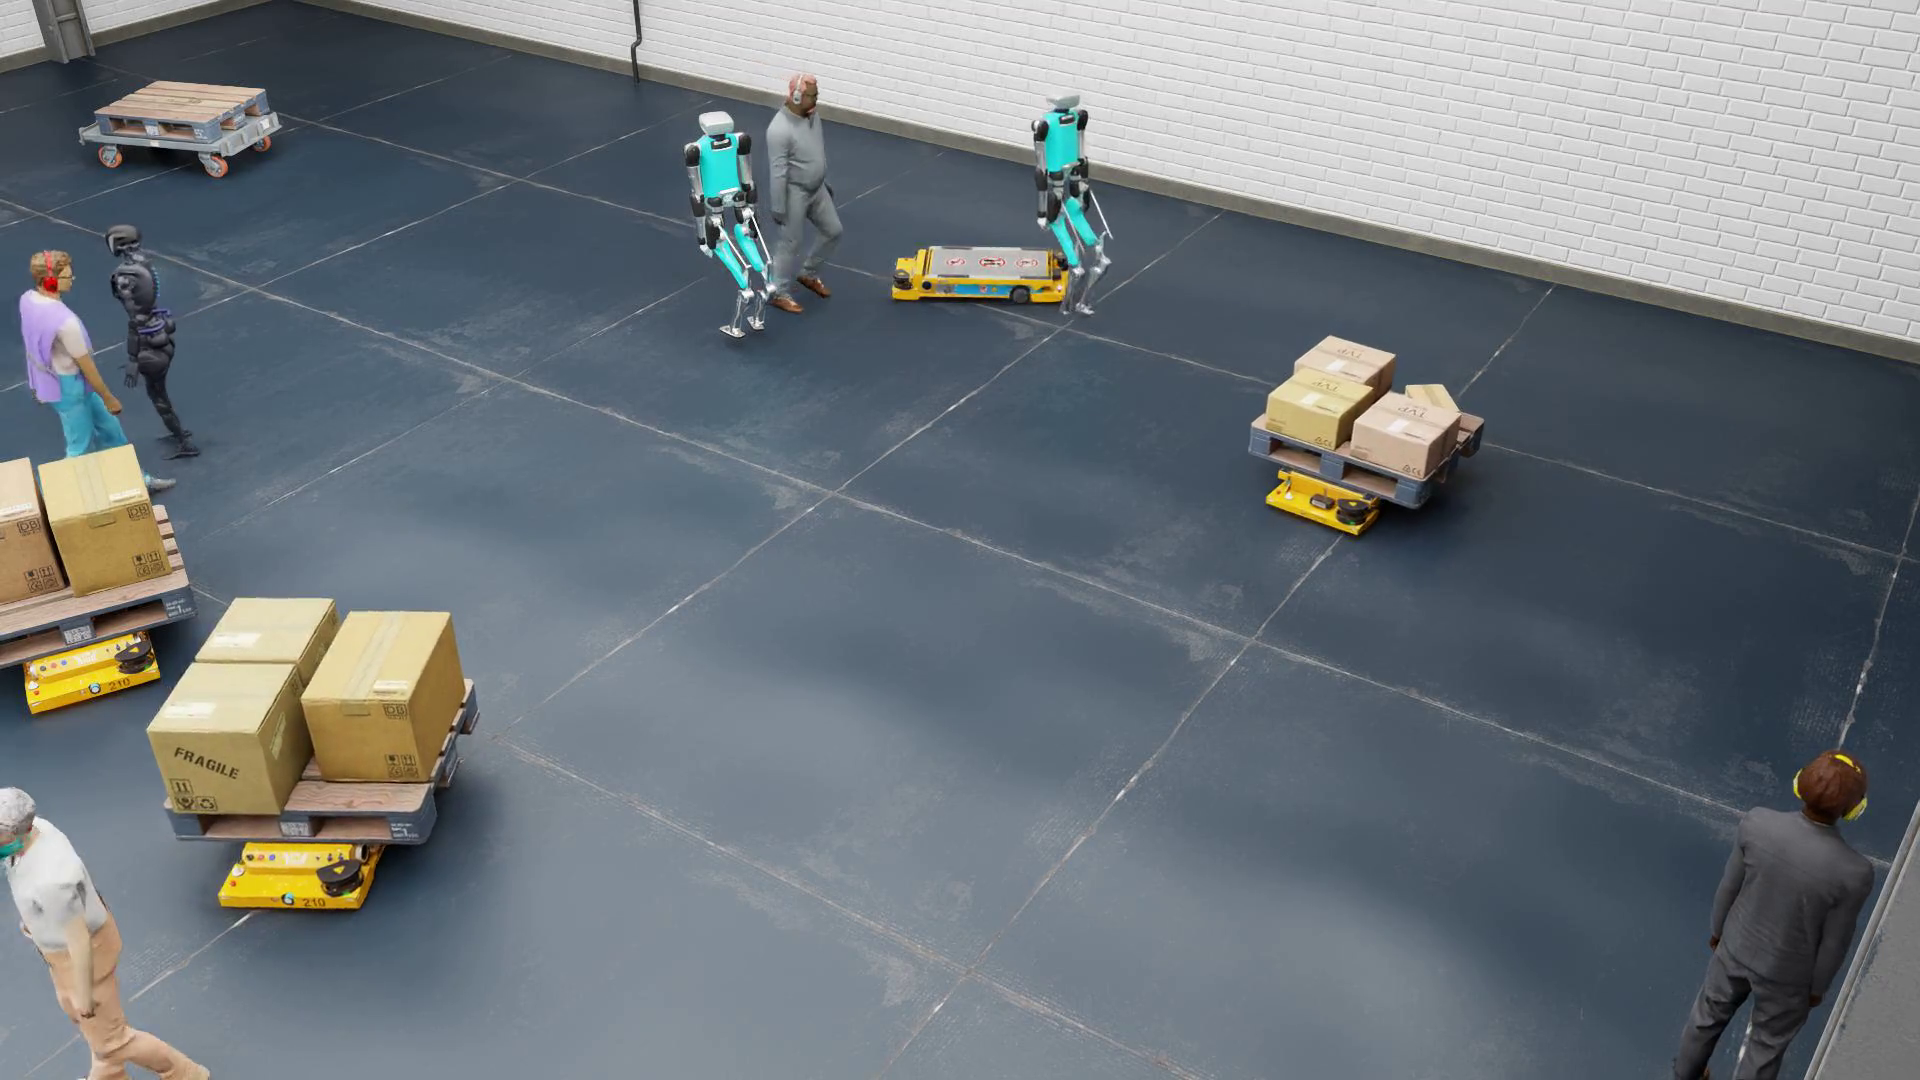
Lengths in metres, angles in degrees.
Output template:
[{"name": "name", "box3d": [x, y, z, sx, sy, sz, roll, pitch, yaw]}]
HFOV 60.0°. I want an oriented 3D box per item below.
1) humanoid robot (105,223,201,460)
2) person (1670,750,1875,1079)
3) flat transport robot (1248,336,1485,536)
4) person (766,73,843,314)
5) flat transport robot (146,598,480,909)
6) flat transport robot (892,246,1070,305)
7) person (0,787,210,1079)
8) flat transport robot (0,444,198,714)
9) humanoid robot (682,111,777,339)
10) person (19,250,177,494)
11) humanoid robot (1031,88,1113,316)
[{"name": "humanoid robot", "box3d": [-5.356, -1.286, 10.951, 0.368, 1.657, 0.600, -5, 33, -8]}, {"name": "person", "box3d": [3.089, 1.571, 6.338, 0.356, 1.869, 0.486, -24, 40, -32]}, {"name": "flat transport robot", "box3d": [2.665, -0.495, 11.027, 0.659, 0.231, 1.431, 22, 39, 31]}, {"name": "person", "box3d": [-1.239, -2.702, 12.973, 0.533, 1.879, 0.668, 15, 36, 22]}, {"name": "flat transport robot", "box3d": [-3.103, 1.263, 8.291, 0.659, 0.231, 1.431, 1, 33, 1]}, {"name": "flat transport robot", "box3d": [0.182, -2.174, 13.640, 1.431, 0.231, 0.659, 1, 33, 2]}, {"name": "person", "box3d": [-3.403, 1.583, 6.450, 0.470, 1.722, 0.680, -23, 39, -32]}, {"name": "flat transport robot", "box3d": [-5.059, 0.454, 9.550, 0.659, 0.231, 1.431, -17, 37, -25]}, {"name": "humanoid robot", "box3d": [-1.634, -2.276, 12.316, 0.533, 1.677, 0.735, -20, 38, -28]}, {"name": "person", "box3d": [-5.517, -0.921, 10.276, 0.854, 1.799, 0.573, -25, 40, -34]}, {"name": "humanoid robot", "box3d": [0.904, -2.544, 12.867, 0.544, 1.790, 0.692, -26, 41, -34]}]
